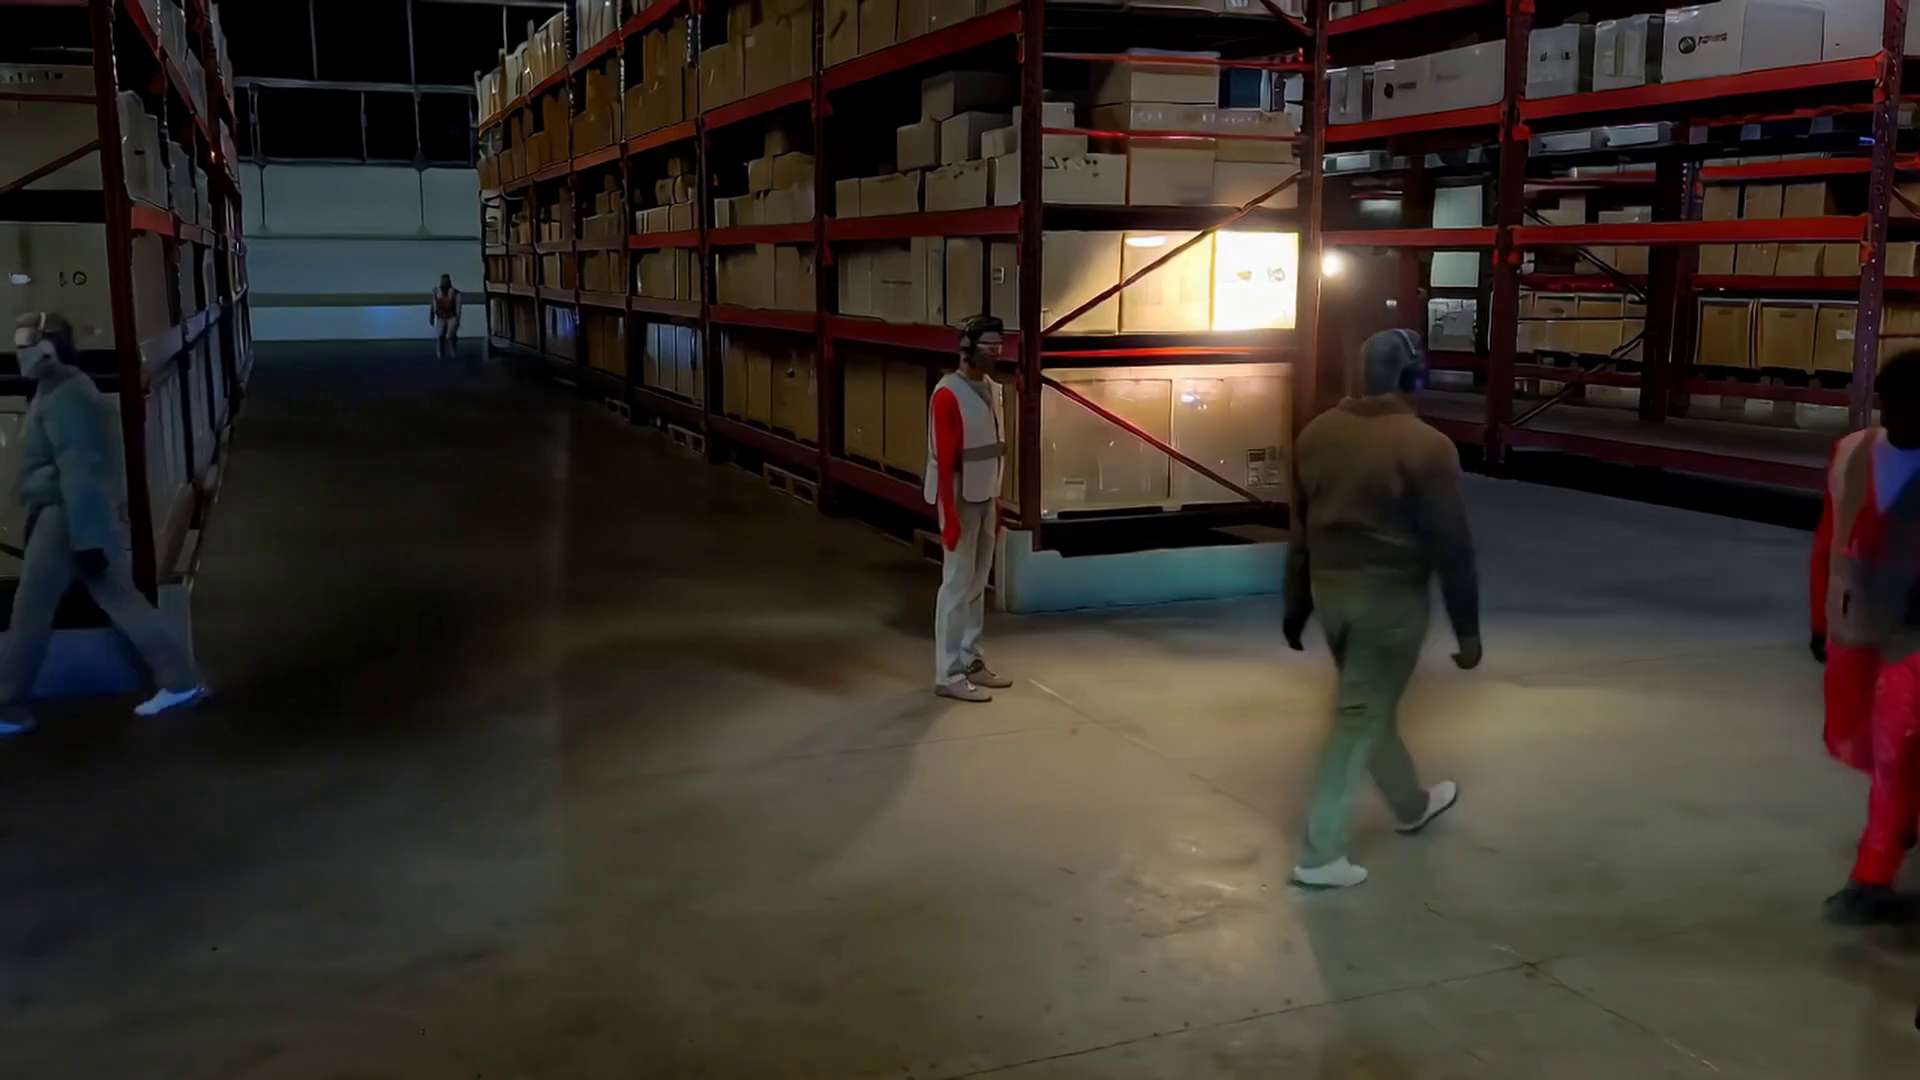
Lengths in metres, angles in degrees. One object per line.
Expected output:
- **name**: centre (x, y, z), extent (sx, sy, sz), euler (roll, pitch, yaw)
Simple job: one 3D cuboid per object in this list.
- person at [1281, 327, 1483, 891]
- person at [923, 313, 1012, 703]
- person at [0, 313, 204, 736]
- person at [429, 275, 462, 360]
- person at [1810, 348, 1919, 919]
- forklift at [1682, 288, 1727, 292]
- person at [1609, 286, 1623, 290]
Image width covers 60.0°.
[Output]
- **person**: centre (1.462, 0.216, 5.645), extent (1.008, 1.851, 0.676), euler (-6, 11, -33)
- **person**: centre (0.030, -0.155, 7.925), extent (0.389, 1.836, 0.560), euler (4, 10, 24)
- **person**: centre (-3.945, -0.073, 7.390), extent (1.011, 1.858, 0.643), euler (-3, 10, -18)
- **person**: centre (-10.904, -4.706, 35.261), extent (0.662, 1.807, 0.698), euler (-3, 10, -20)
- **person**: centre (3.073, 0.286, 5.372), extent (0.693, 1.814, 0.638), euler (-5, 11, -29)
- **forklift**: centre (12.171, -3.902, 27.237), extent (1.129, 2.768, 1.873), euler (-4, 10, -22)
- **person**: centre (16.635, -5.895, 42.171), extent (0.978, 1.887, 0.615), euler (1, 10, 7)
